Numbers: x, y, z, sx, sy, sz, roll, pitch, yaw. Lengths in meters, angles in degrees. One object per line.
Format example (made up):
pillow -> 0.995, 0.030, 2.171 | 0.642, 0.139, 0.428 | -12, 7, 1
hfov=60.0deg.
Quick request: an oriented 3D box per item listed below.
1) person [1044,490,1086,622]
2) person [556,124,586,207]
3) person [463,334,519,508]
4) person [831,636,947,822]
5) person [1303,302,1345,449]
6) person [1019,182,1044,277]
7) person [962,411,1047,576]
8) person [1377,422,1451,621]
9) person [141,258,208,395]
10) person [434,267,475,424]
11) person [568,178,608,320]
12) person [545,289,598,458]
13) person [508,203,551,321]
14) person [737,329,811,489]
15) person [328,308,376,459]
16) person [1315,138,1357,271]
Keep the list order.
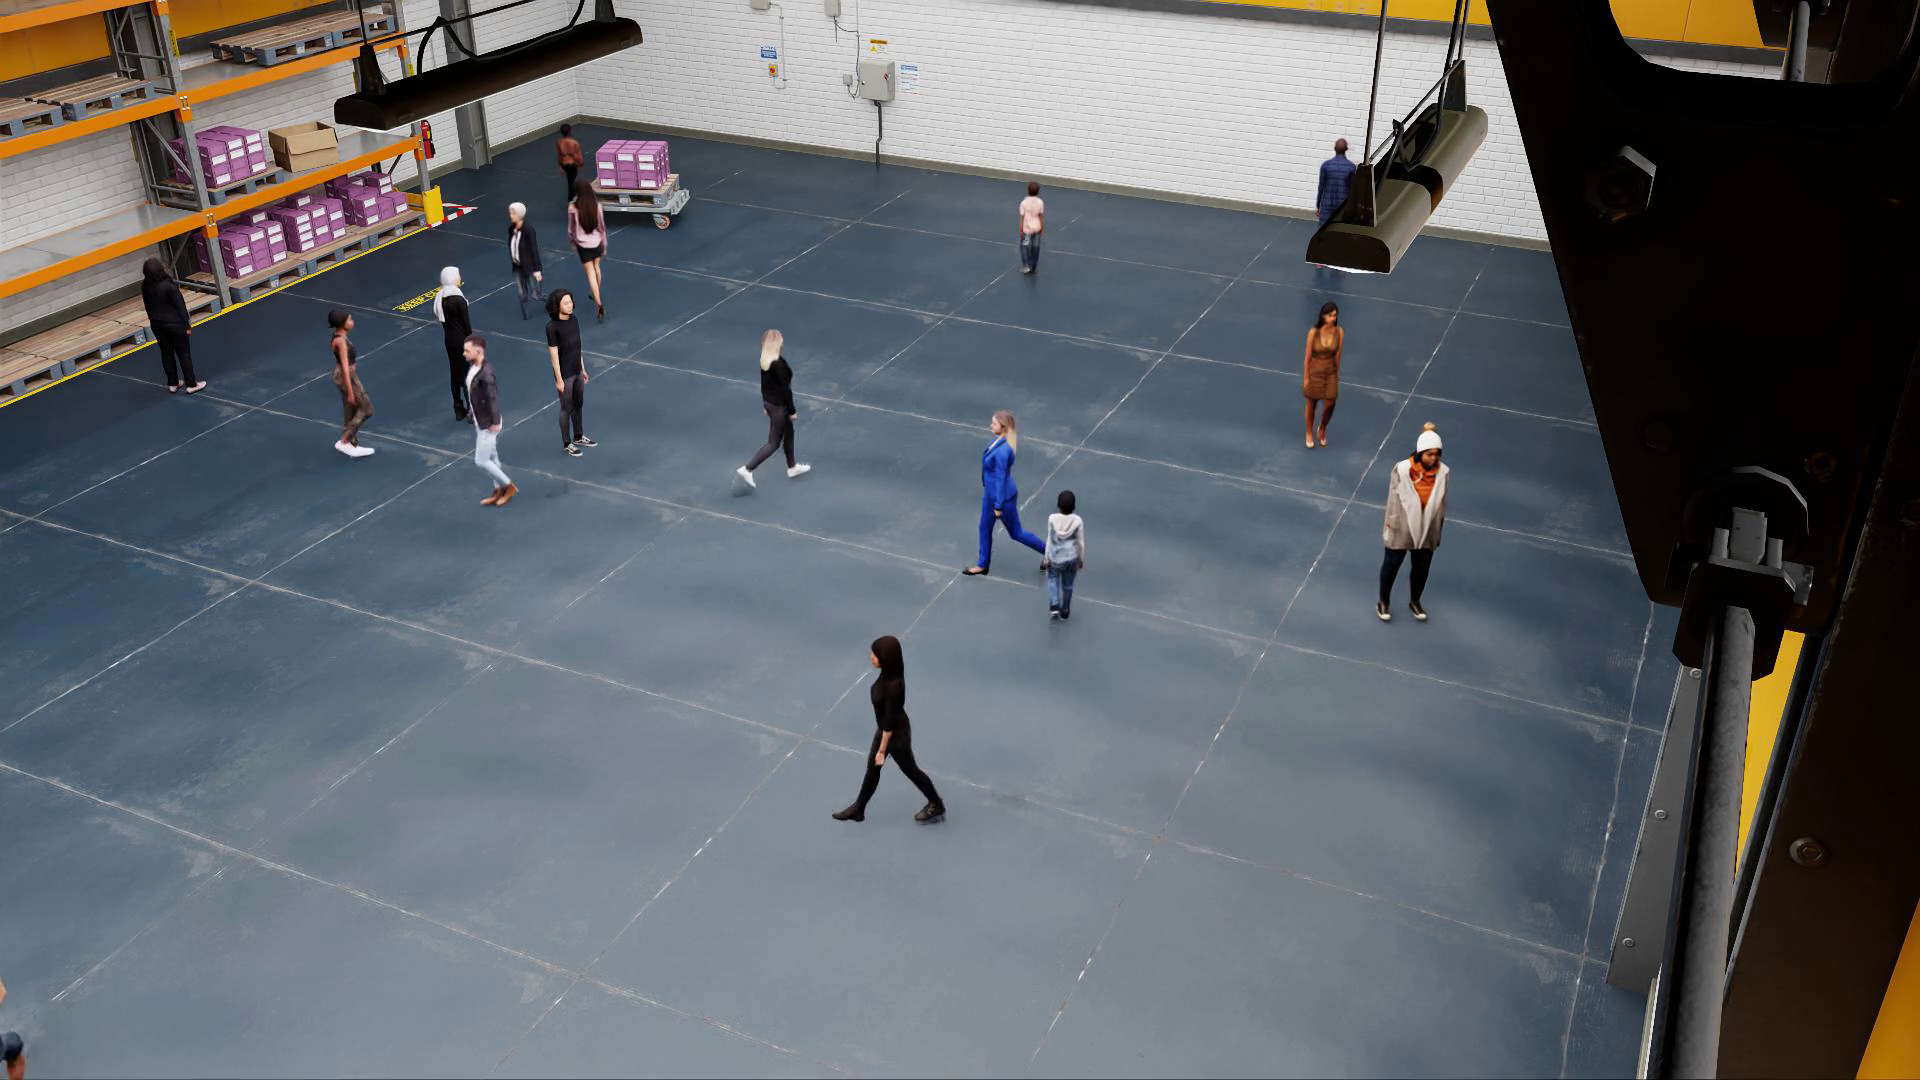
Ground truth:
person -> 0.907, 0.168, 14.715 | 0.582, 1.249, 0.616 | 1, 29, 3
person -> -6.025, -5.748, 25.579 | 0.612, 1.232, 0.813 | 7, 29, 13
person -> -4.656, -1.205, 16.629 | 0.815, 1.827, 0.770 | -13, 31, -23
person -> -0.399, 1.410, 12.071 | 1.070, 1.601, 1.097 | -6, 29, -10
person -> 3.839, -1.786, 17.853 | 0.660, 1.675, 0.696 | -1, 29, -2
person -> 0.995, -4.241, 22.743 | 0.569, 1.302, 0.617 | -7, 29, -13
person -> 0.486, -0.390, 15.303 | 1.051, 1.666, 1.164 | -2, 29, -3
person -> 3.995, -0.161, 14.651 | 0.799, 1.888, 0.819 | -1, 29, -1
person -> -9.113, -2.467, 19.164 | 0.699, 1.615, 0.696 | 5, 29, 10
person -> -5.557, -2.164, 18.437 | 0.640, 1.779, 0.584 | 19, 34, 30
person -> -4.712, -3.659, 21.210 | 1.097, 1.749, 1.078 | -13, 31, -22
person -> -4.181, -1.820, 17.746 | 0.683, 1.836, 0.455 | 13, 31, 22
person -> -5.459, -3.487, 21.359 | 0.850, 1.769, 1.016 | 21, 35, 33
person -> -1.942, -1.311, 16.997 | 1.160, 1.661, 1.011 | -15, 32, -26
person -> -6.528, -1.622, 17.539 | 0.830, 1.688, 0.769 | -15, 32, -25
person -> 5.175, -4.636, 22.929 | 0.725, 1.818, 0.695 | 4, 29, 7
